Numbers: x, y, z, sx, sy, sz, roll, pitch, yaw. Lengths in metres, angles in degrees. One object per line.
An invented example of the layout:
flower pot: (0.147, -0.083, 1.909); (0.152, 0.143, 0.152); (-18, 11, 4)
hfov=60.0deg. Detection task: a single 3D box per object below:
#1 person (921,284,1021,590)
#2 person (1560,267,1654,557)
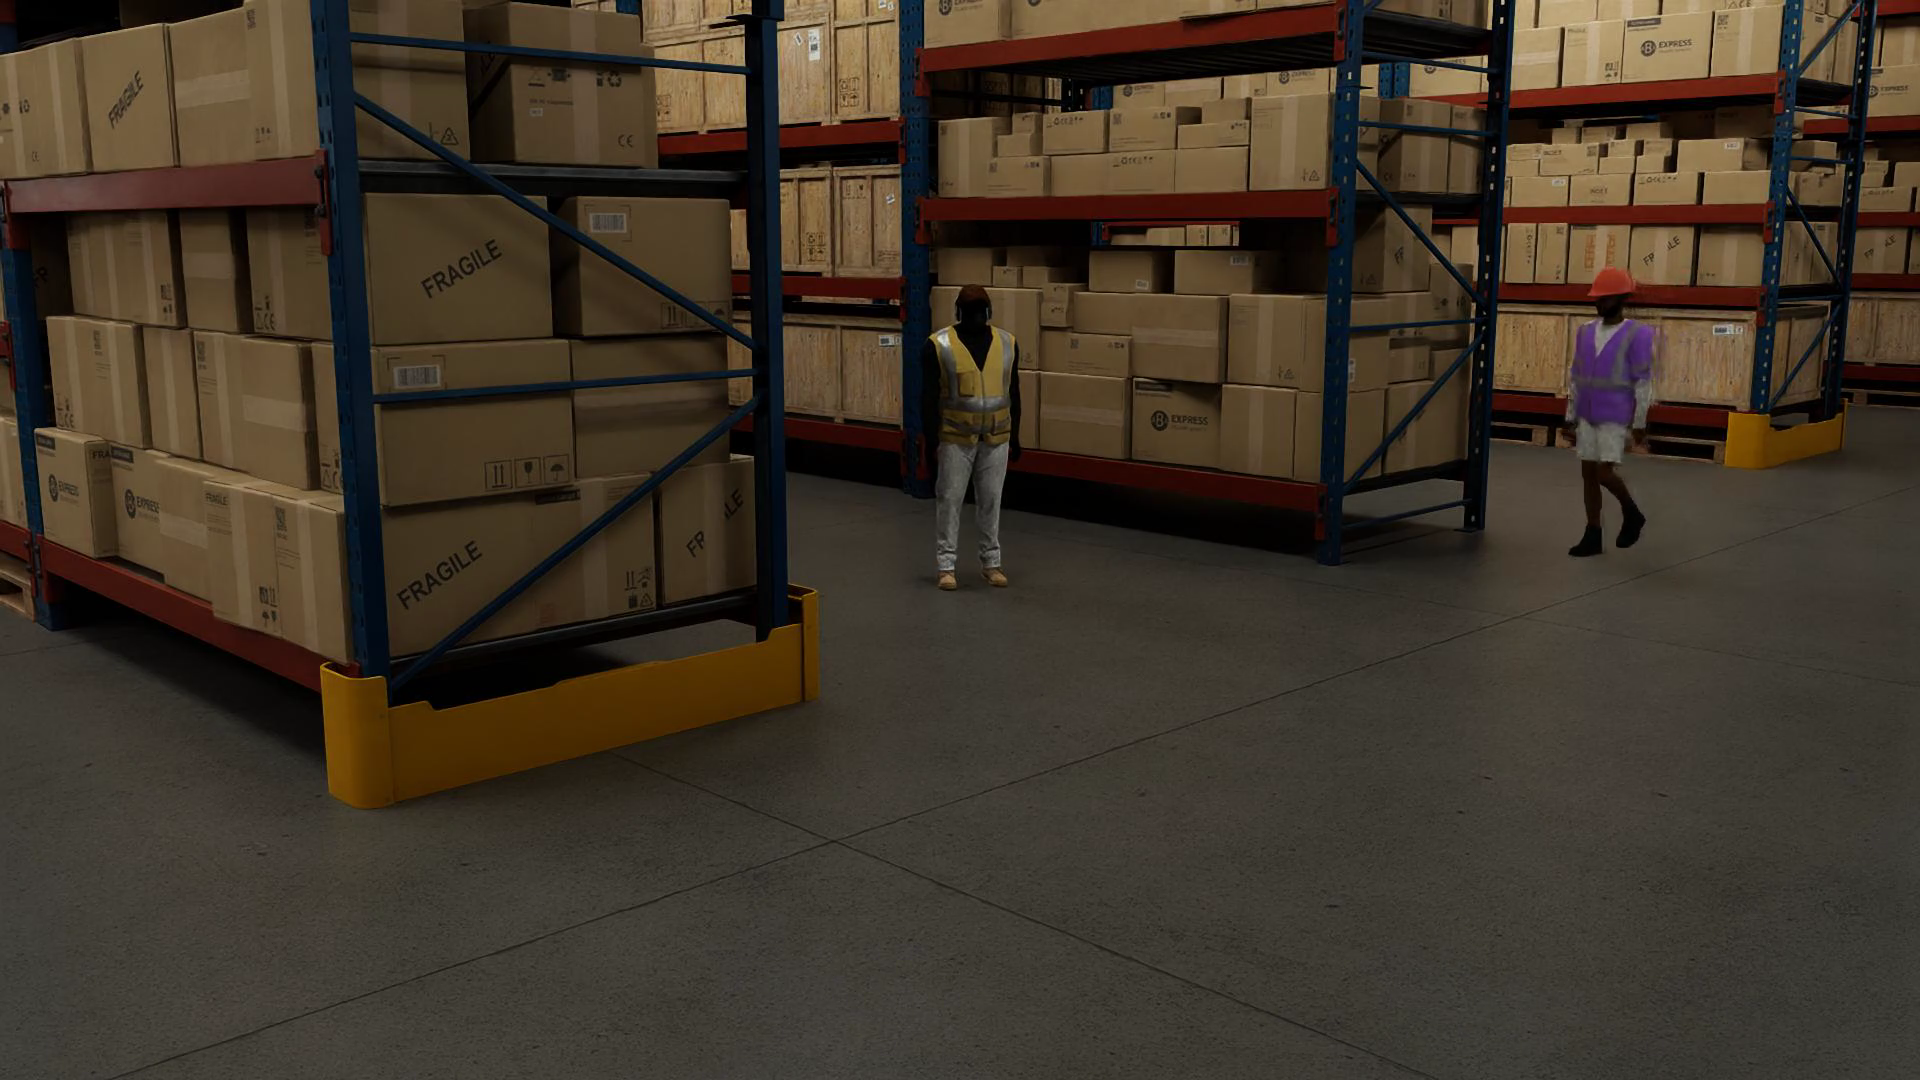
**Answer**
person: (0.079, -0.617, 10.050); (0.634, 1.842, 0.429); (-3, 11, -17)
person: (4.298, -0.839, 11.039); (0.474, 1.921, 0.552); (-6, 12, -29)
